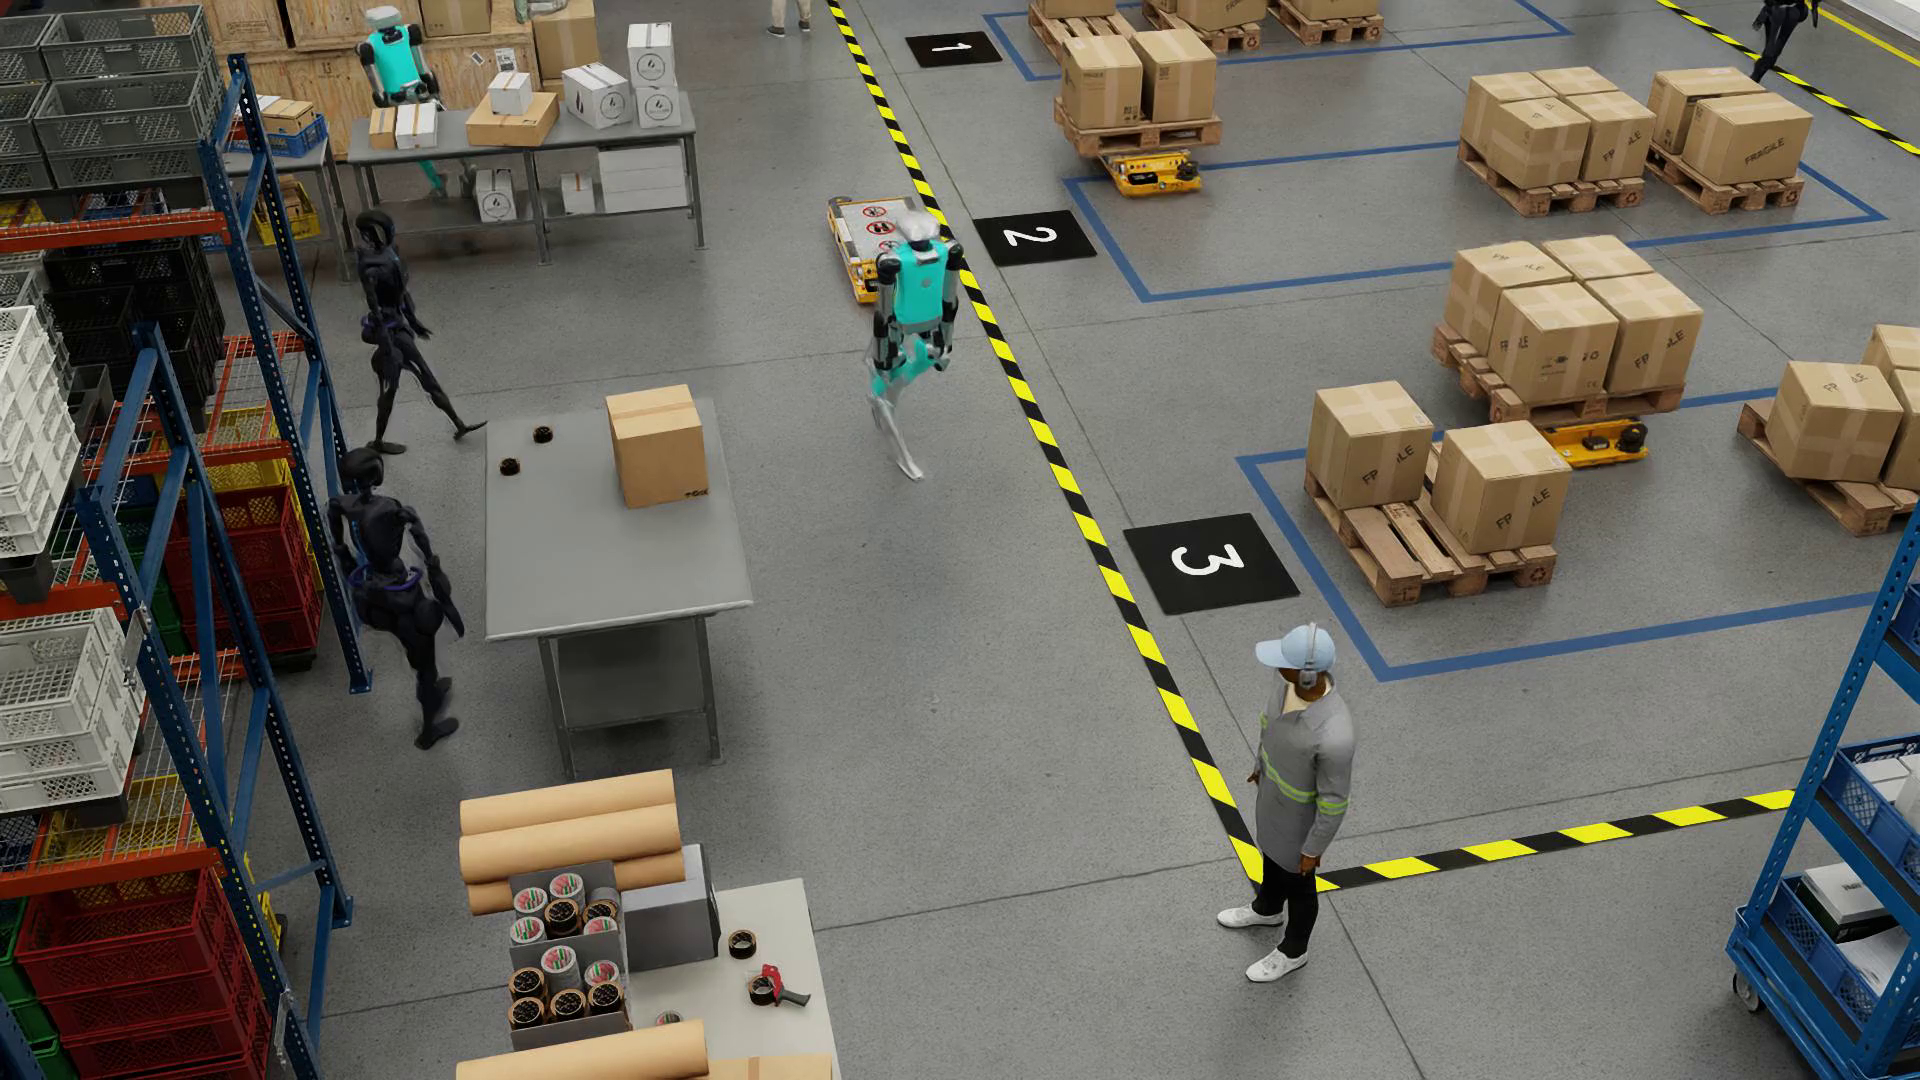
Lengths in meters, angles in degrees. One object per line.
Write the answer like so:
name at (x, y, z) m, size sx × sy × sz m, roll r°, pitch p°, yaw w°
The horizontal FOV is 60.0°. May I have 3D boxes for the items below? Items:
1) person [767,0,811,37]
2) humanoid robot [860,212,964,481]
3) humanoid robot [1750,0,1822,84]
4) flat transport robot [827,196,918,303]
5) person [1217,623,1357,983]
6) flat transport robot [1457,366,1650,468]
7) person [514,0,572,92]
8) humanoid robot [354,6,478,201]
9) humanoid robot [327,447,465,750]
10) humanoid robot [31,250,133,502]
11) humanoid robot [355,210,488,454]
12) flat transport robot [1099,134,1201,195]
person at (-1.698, -5.766, 16.046) m, size 0.571 × 1.767 × 0.395 m, roll -19°, pitch 41°, yaw -24°
humanoid robot at (-0.386, -1.216, 10.015) m, size 0.548 × 1.842 × 0.870 m, roll -18°, pitch 40°, yaw -23°
humanoid robot at (7.344, -4.745, 14.757) m, size 0.603 × 1.645 × 0.391 m, roll -8°, pitch 37°, yaw -11°
flat transport robot at (-0.570, -2.220, 12.538) m, size 0.659 × 0.231 × 1.431 m, roll -8°, pitch 37°, yaw -10°
person at (1.329, 1.070, 6.790) m, size 0.385 × 1.849 × 0.596 m, roll -9°, pitch 37°, yaw -11°
flat transport robot at (3.812, -0.952, 10.809) m, size 0.652 × 0.197 × 1.431 m, roll -8°, pitch 37°, yaw -10°
person at (-3.499, -4.423, 14.102) m, size 0.412 × 1.939 × 0.602 m, roll 23°, pitch 42°, yaw 28°
humanoid robot at (-3.980, -3.069, 12.440) m, size 0.977 × 1.731 × 0.563 m, roll 26°, pitch 44°, yaw 30°
humanoid robot at (-2.682, 0.250, 8.038) m, size 0.608 × 1.641 × 0.503 m, roll 9°, pitch 38°, yaw 12°
humanoid robot at (-5.081, -0.962, 9.535) m, size 0.714 × 1.699 × 0.530 m, roll 22°, pitch 42°, yaw 26°
humanoid robot at (-3.373, -1.239, 10.062) m, size 0.759 × 1.624 × 0.593 m, roll 0°, pitch 37°, yaw -1°
flat transport robot at (1.482, -3.311, 13.981) m, size 0.652 × 0.197 × 1.431 m, roll -8°, pitch 37°, yaw -10°
